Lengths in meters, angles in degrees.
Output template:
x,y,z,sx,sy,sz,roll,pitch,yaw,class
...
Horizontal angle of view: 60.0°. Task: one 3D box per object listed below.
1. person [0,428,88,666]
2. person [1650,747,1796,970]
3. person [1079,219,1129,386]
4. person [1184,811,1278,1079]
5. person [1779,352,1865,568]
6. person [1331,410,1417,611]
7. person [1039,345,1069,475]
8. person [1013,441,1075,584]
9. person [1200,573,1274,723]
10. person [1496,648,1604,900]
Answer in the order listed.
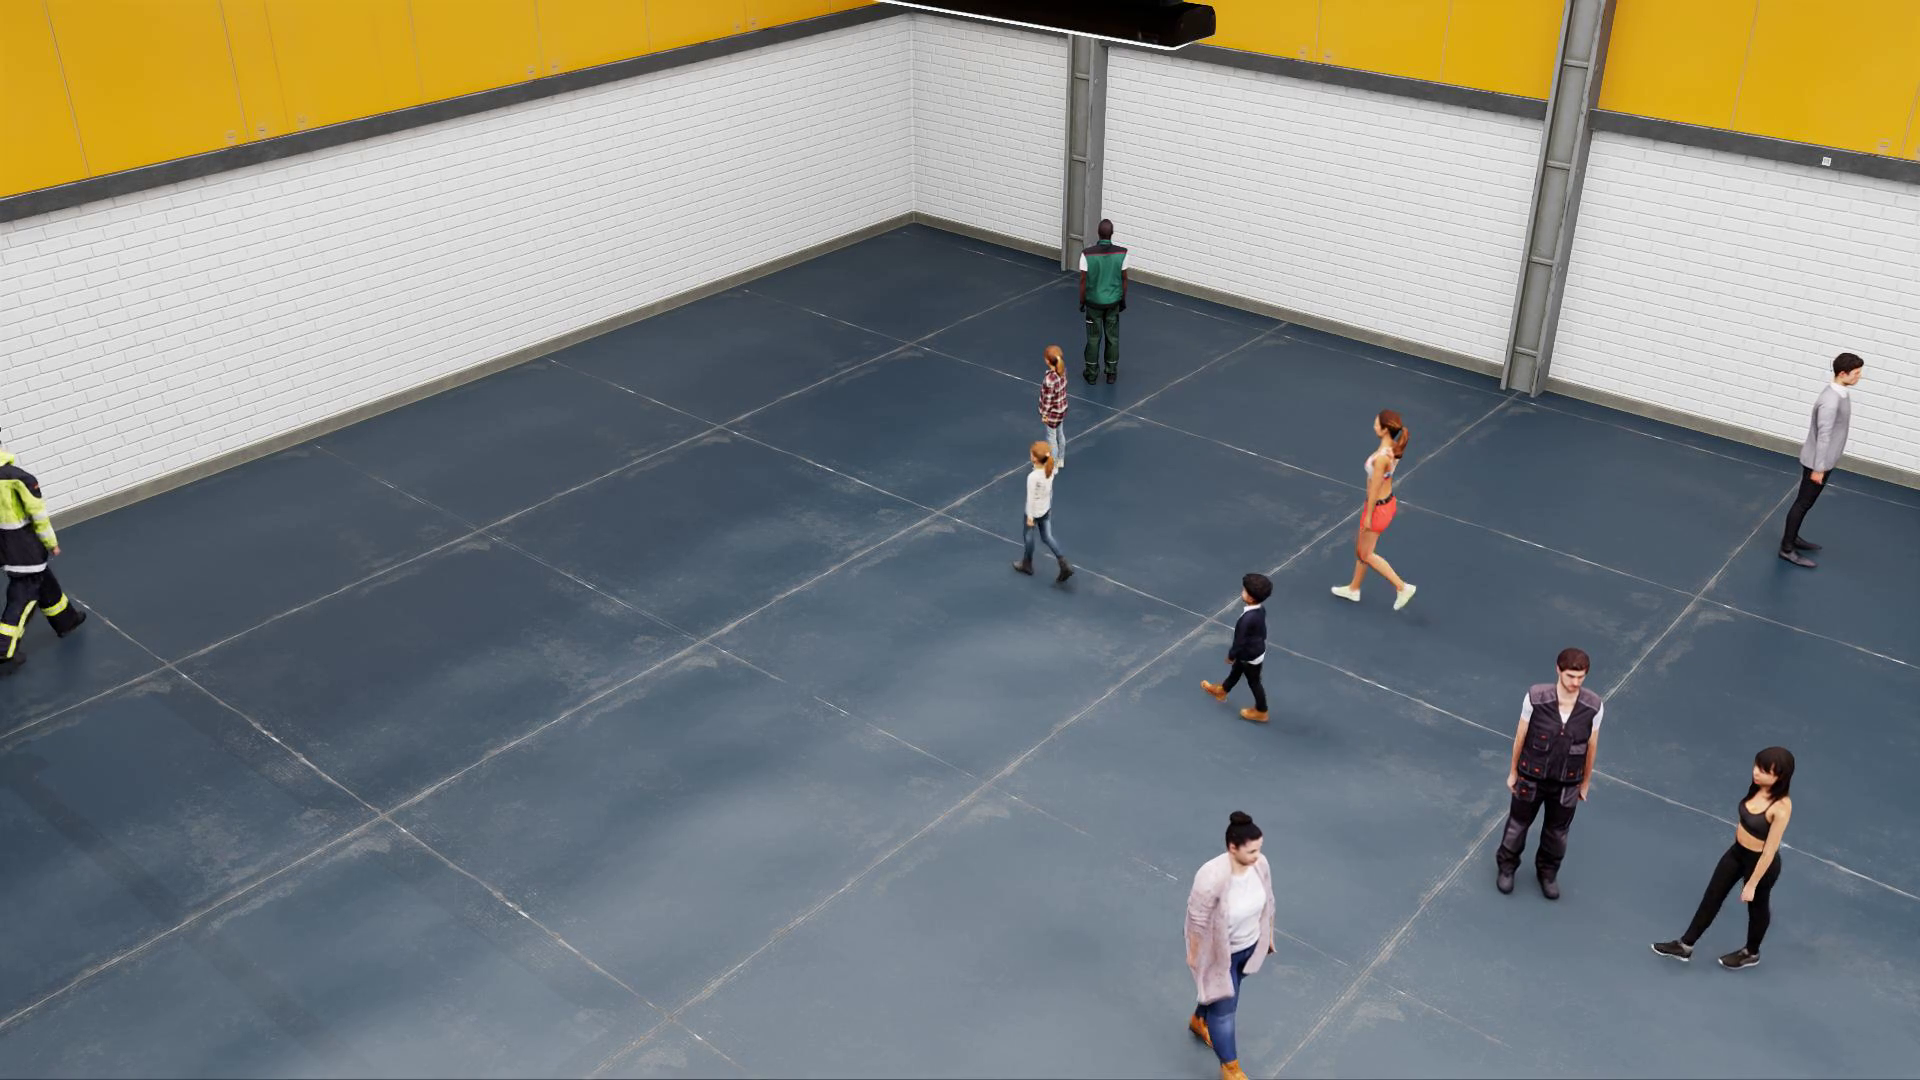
x,y,z,sx,sy,sz,roll,pitch,yaw,class
-7.437,0.078,12.978,1.269,1.928,1.159,9,30,16,person
4.808,1.919,9.919,0.972,1.625,0.928,-4,29,-7,person
1.543,-2.565,17.915,0.777,1.840,0.839,-2,29,-4,person
1.442,2.201,9.300,0.851,1.722,1.001,-18,34,-30,person
7.479,-0.732,14.469,0.648,1.922,0.766,17,33,28,person
3.492,-0.214,13.671,0.990,1.775,0.670,17,33,28,person
0.923,-1.270,16.099,0.537,1.306,0.554,16,32,26,person
0.726,-0.215,14.172,0.882,1.298,0.495,24,37,37,person
2.209,0.826,12.366,0.838,1.200,0.601,15,32,25,person
3.726,1.469,10.515,0.690,1.844,0.805,6,29,12,person
